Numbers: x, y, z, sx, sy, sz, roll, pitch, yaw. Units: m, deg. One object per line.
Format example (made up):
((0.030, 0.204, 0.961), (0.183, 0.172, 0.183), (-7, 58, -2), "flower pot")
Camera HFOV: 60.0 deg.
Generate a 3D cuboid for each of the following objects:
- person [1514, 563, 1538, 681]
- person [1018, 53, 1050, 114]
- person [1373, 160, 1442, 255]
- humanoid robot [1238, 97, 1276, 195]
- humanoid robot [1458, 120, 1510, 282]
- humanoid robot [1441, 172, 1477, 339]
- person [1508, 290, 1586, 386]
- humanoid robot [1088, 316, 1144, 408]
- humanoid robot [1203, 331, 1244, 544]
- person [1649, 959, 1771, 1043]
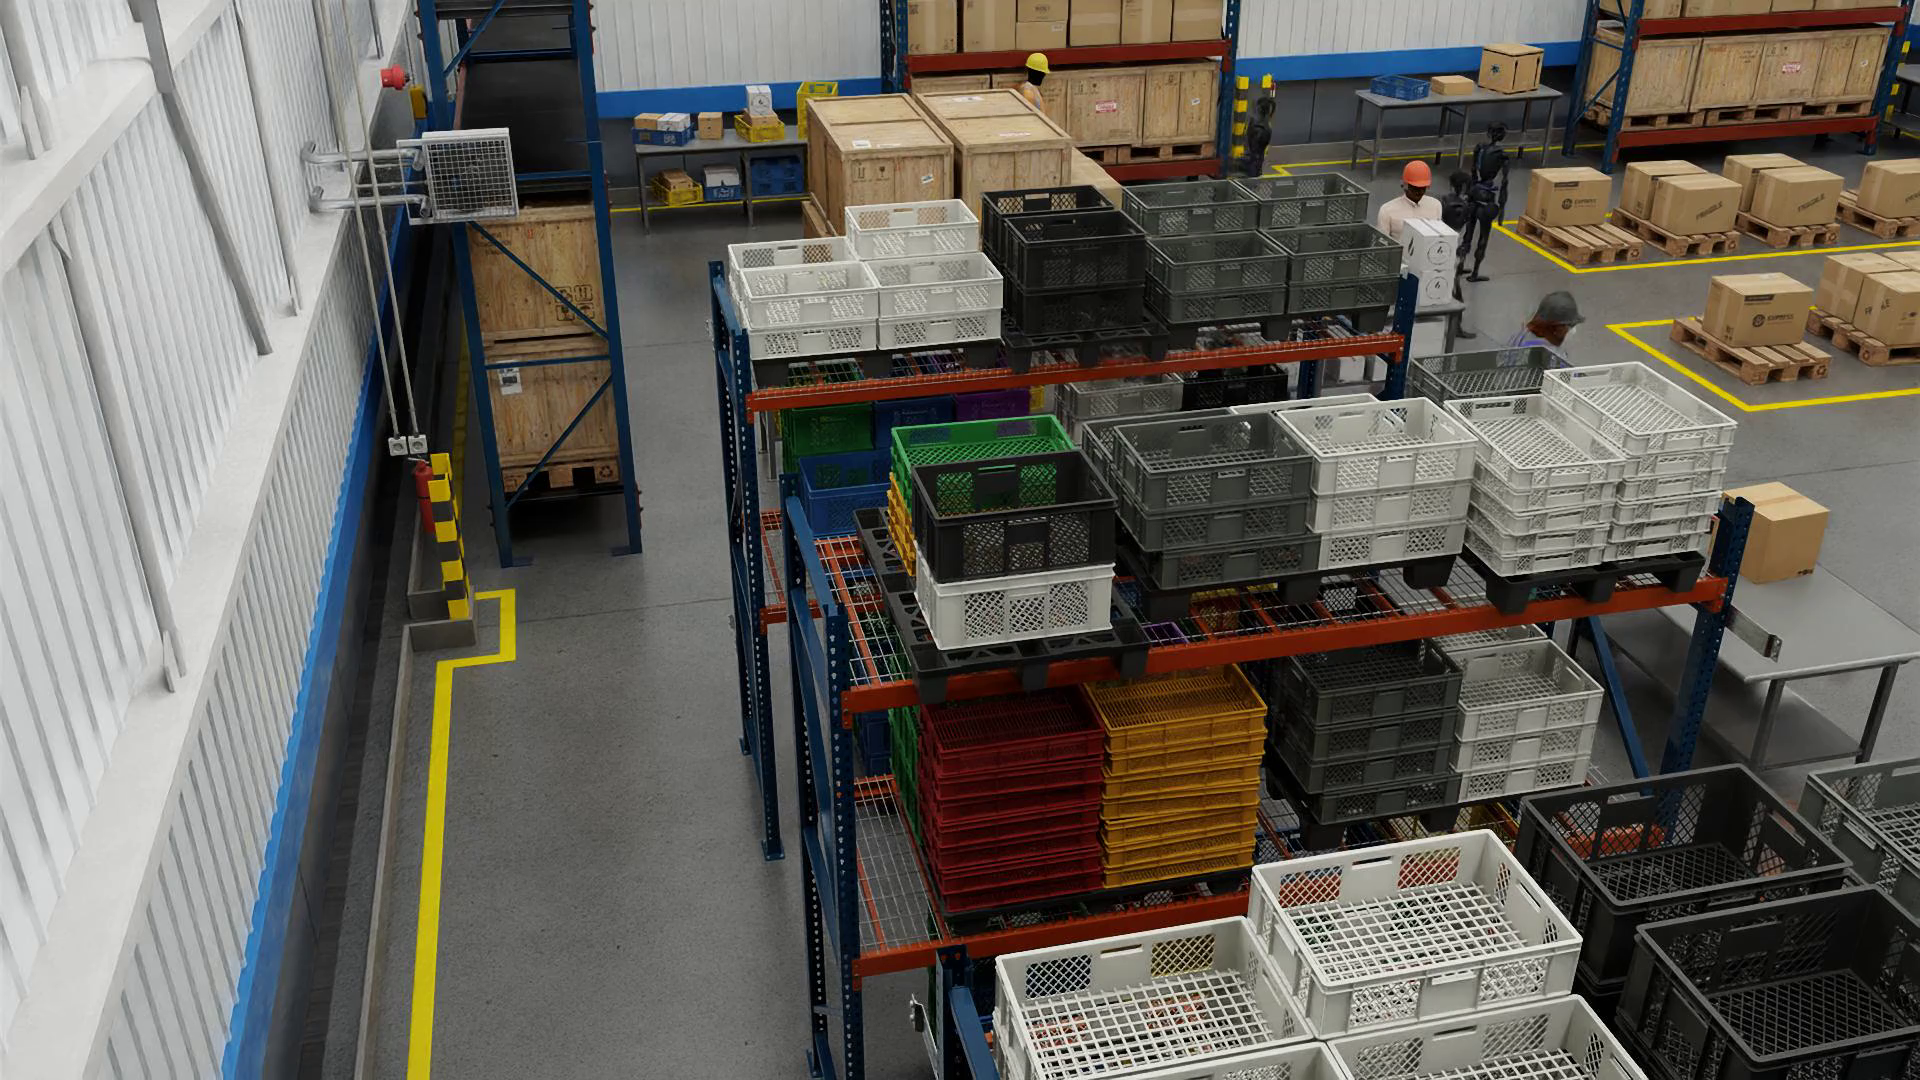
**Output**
((3.479, 0.099, 10.252), (0.310, 1.768, 0.521), (4, 28, 7), "person")
((0.823, -4.569, 18.947), (0.375, 1.917, 0.584), (2, 28, 3), "person")
((3.938, -2.380, 14.728), (0.621, 1.990, 0.395), (-6, 28, -11), "person")
((3.146, -4.044, 18.214), (0.530, 1.628, 0.636), (10, 29, 18), "humanoid robot")
((5.434, -3.520, 17.208), (0.346, 1.652, 0.575), (-12, 30, -21), "humanoid robot")
((4.578, -2.682, 15.691), (0.732, 1.648, 0.577), (0, 28, -1), "humanoid robot")
((4.017, -0.818, 11.699), (0.686, 2.000, 0.690), (9, 29, 16), "person")
((1.273, -1.548, 13.478), (0.562, 1.640, 0.627), (-5, 28, -9), "humanoid robot")
((1.837, -0.735, 11.968), (0.749, 1.626, 0.626), (21, 35, 35), "humanoid robot")
((2.883, 2.095, 6.367), (0.580, 1.865, 0.725), (18, 33, 30), "person")
